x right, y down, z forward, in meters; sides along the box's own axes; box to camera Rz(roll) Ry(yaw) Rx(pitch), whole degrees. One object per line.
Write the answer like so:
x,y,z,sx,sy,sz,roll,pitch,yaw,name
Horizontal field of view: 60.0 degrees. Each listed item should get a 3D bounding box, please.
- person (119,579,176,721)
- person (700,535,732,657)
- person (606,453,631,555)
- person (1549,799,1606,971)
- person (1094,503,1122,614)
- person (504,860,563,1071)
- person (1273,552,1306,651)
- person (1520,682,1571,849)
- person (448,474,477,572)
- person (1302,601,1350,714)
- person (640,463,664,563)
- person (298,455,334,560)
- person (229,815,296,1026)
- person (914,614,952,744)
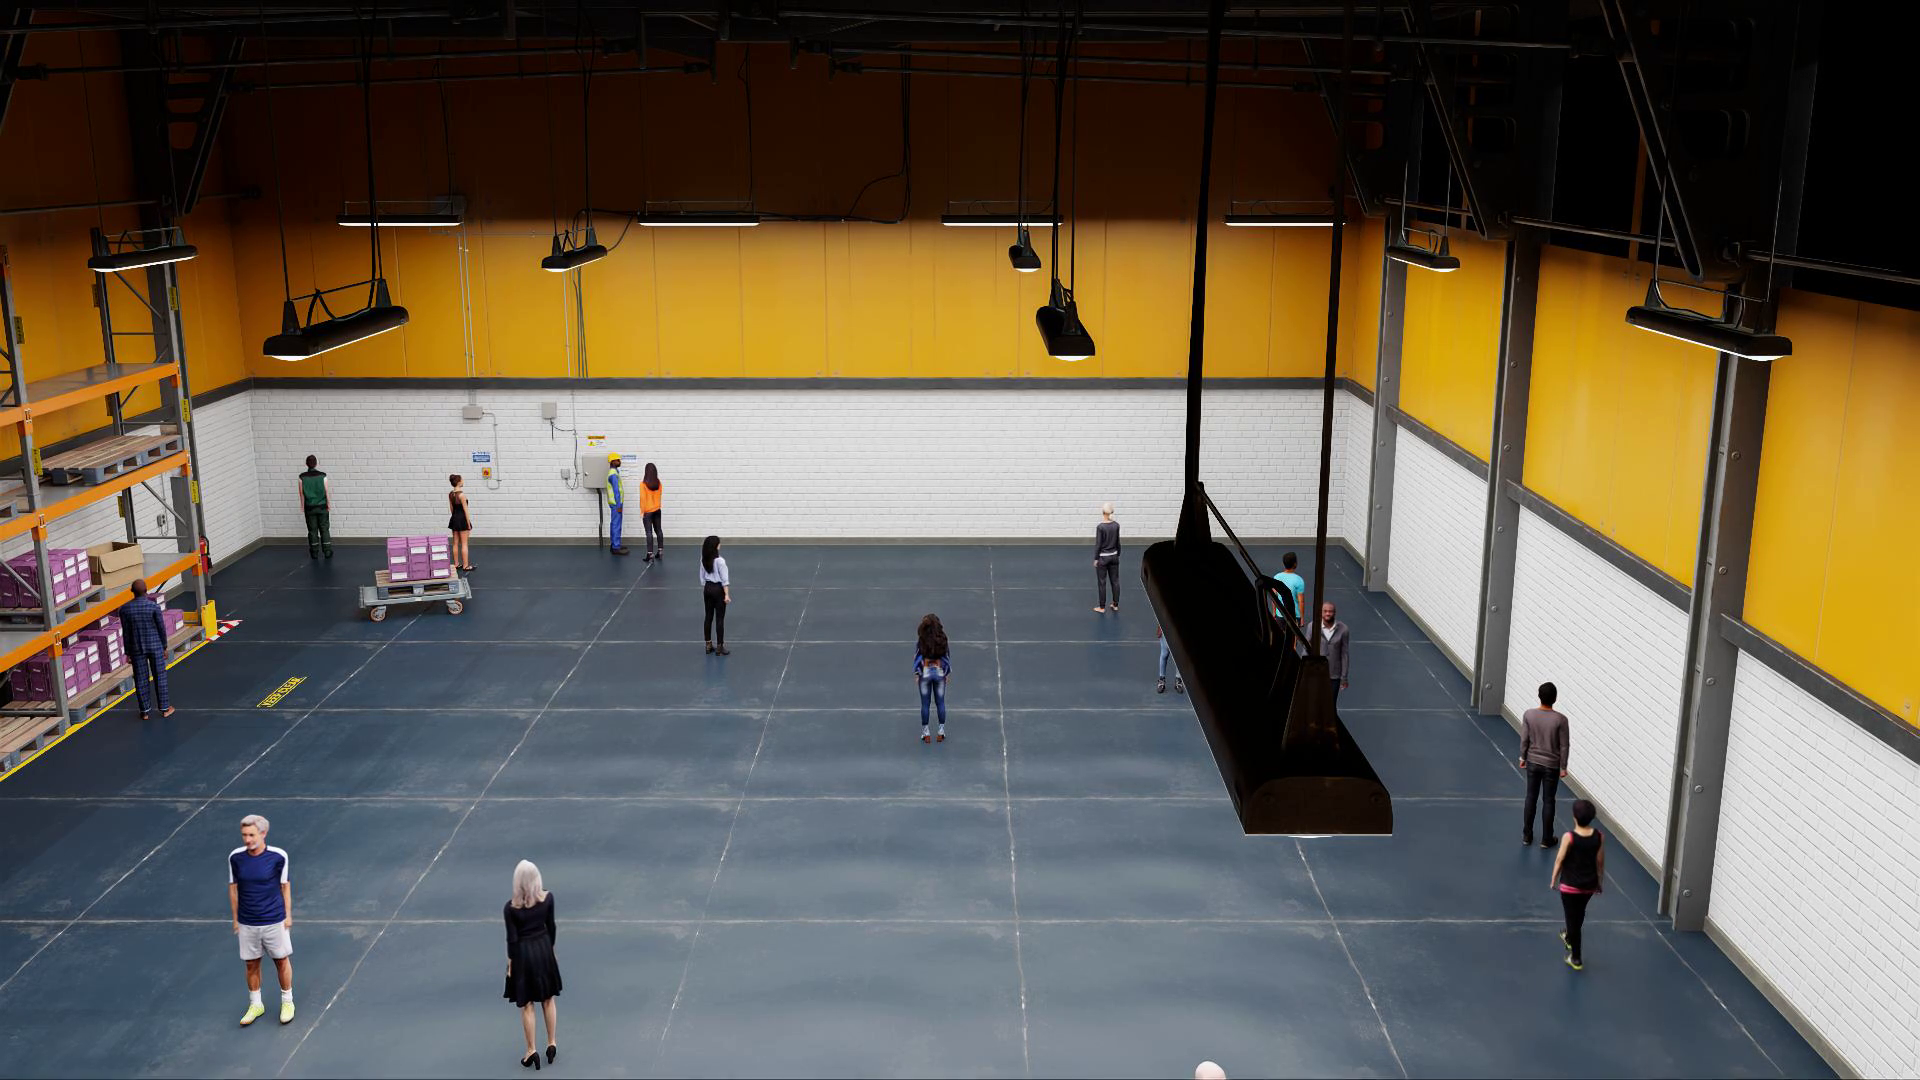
-10.358,1.376,21.168,0.739,1.818,0.714,-5,15,-21,person
-3.513,0.779,23.792,0.734,1.743,0.747,9,16,33,person
-6.124,-0.669,29.624,0.787,1.813,0.603,-4,14,-14,person
5.529,3.074,14.764,0.625,1.533,0.857,-2,14,-7,person
2.299,0.260,25.972,0.687,1.726,0.668,-6,15,-25,person
-3.387,3.348,13.178,0.698,1.747,0.739,-10,17,-36,person
4.470,1.034,22.669,0.690,1.777,0.717,10,17,35,person
6.069,2.332,17.326,0.717,1.768,0.719,6,15,22,person
-8.554,-0.308,28.430,0.677,1.674,0.716,9,16,33,person
4.425,1.619,20.165,0.765,1.818,0.663,3,14,11,person
-5.382,-0.498,29.056,0.767,1.749,0.686,11,17,37,person
-11.338,-0.596,29.264,0.714,1.842,0.686,-5,14,-18,person
-5.813,3.136,13.857,0.657,1.839,0.589,-2,14,-7,person
-0.346,1.674,20.363,0.640,1.618,0.582,-2,14,-7,person
